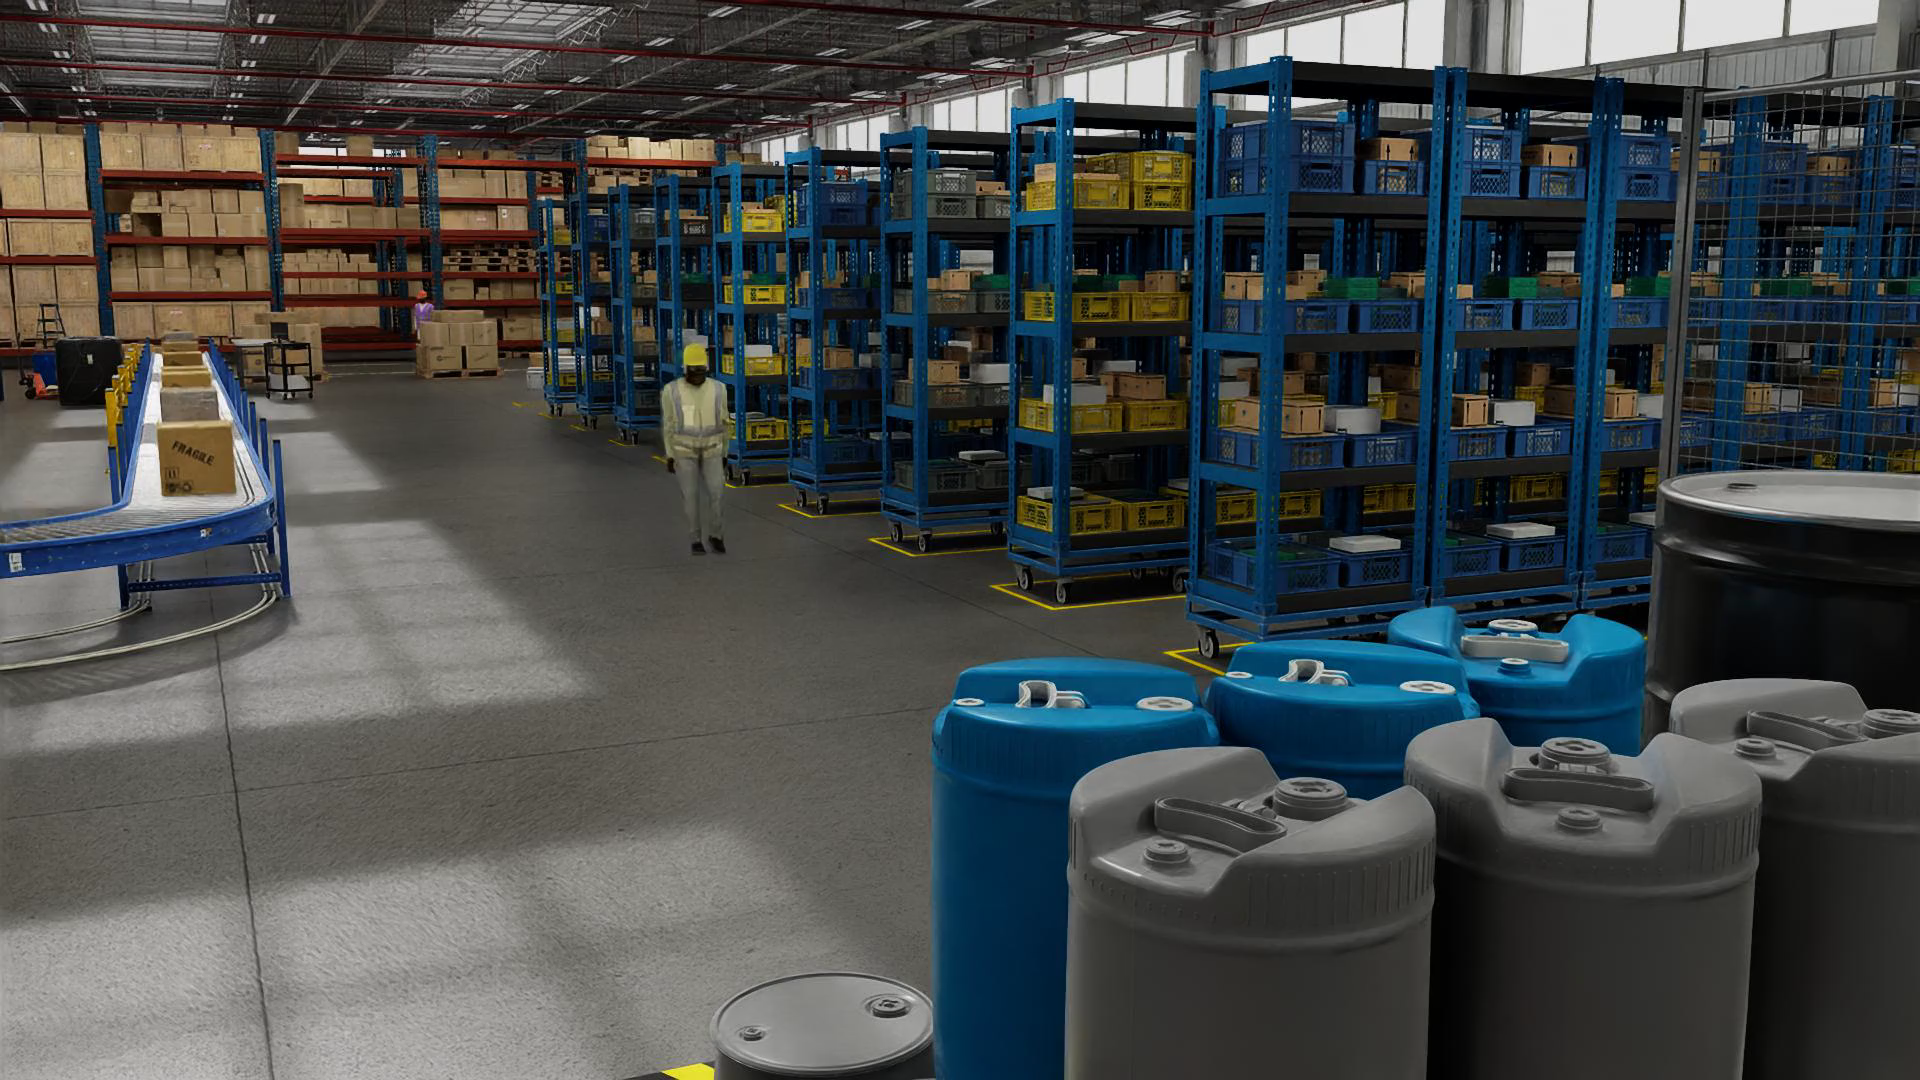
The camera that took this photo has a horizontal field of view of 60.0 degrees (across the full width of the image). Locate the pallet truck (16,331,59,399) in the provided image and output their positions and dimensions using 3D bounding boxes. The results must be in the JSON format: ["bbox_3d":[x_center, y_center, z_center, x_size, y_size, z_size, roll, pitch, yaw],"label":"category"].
[{"bbox_3d":[-17.082,-3.353,31.781,1.630,1.274,0.653,-4,10,-25],"label":"pallet truck"}]

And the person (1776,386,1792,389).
[{"bbox_3d":[12.835,-2.604,25.608,0.584,1.788,0.958,-3,10,-17],"label":"person"}]

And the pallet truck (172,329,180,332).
[{"bbox_3d":[-17.275,-3.851,35.096,1.601,1.201,0.680,0,9,1],"label":"pallet truck"}]

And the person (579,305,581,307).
[{"bbox_3d":[-11.625,-6.692,50.872,0.508,1.821,0.629,-3,9,-15],"label":"person"}]

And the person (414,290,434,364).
[{"bbox_3d":[-14.084,-5.588,43.694,0.542,1.931,0.366,1,9,9],"label":"person"}]

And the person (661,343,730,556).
[{"bbox_3d":[-2.214,-0.752,14.057,0.589,1.813,0.490,-3,10,-18],"label":"person"}]

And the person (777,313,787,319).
[{"bbox_3d":[-4.976,-5.999,46.223,0.604,1.937,0.403,5,10,26],"label":"person"}]
